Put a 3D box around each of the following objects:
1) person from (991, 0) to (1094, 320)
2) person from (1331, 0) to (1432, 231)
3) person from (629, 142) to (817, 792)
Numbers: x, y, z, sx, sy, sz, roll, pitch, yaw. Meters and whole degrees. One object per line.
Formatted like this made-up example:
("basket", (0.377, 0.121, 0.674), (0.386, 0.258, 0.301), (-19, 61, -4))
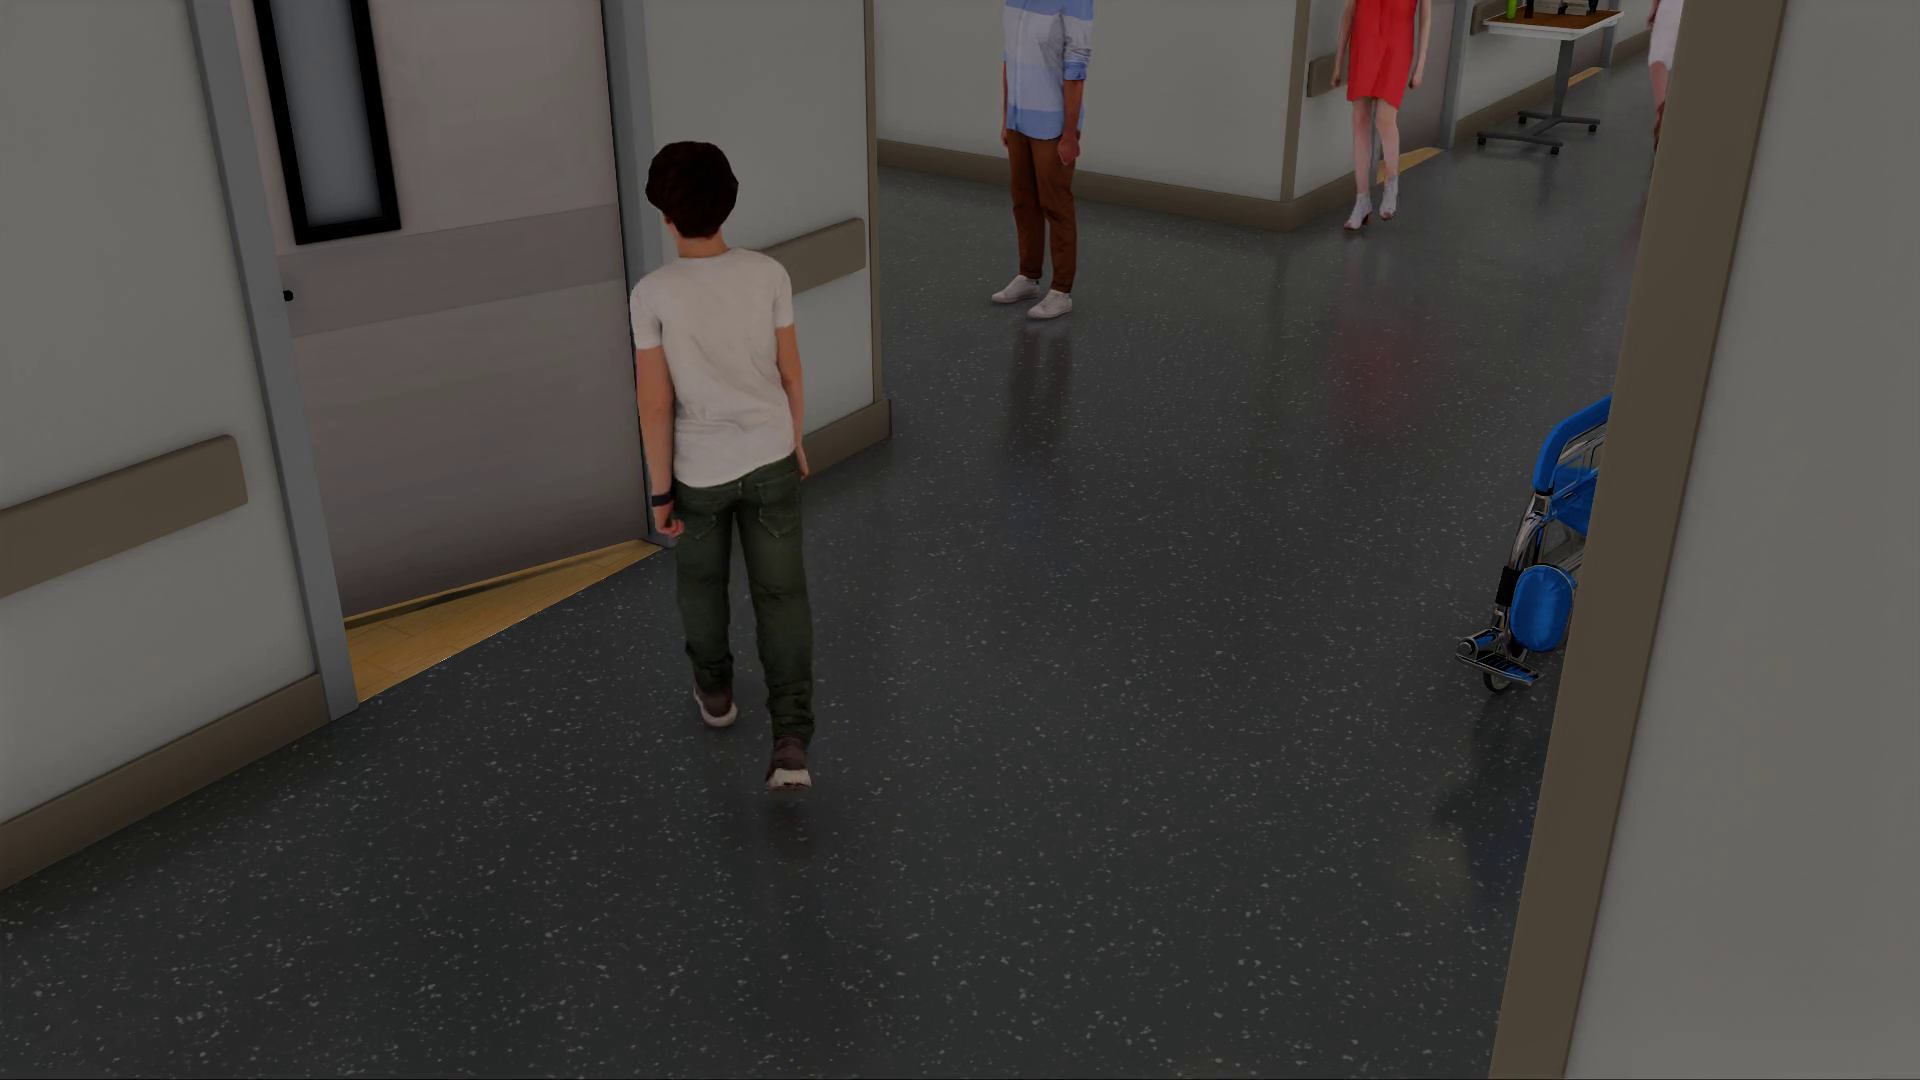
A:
("person", (0.383, -1.952, 7.634), (0.685, 1.823, 0.741), (-19, 32, -34))
("person", (2.290, -2.565, 8.916), (0.600, 1.814, 0.641), (18, 31, 33))
("person", (-0.538, -0.131, 4.081), (1.039, 1.630, 1.080), (-6, 26, -11))
